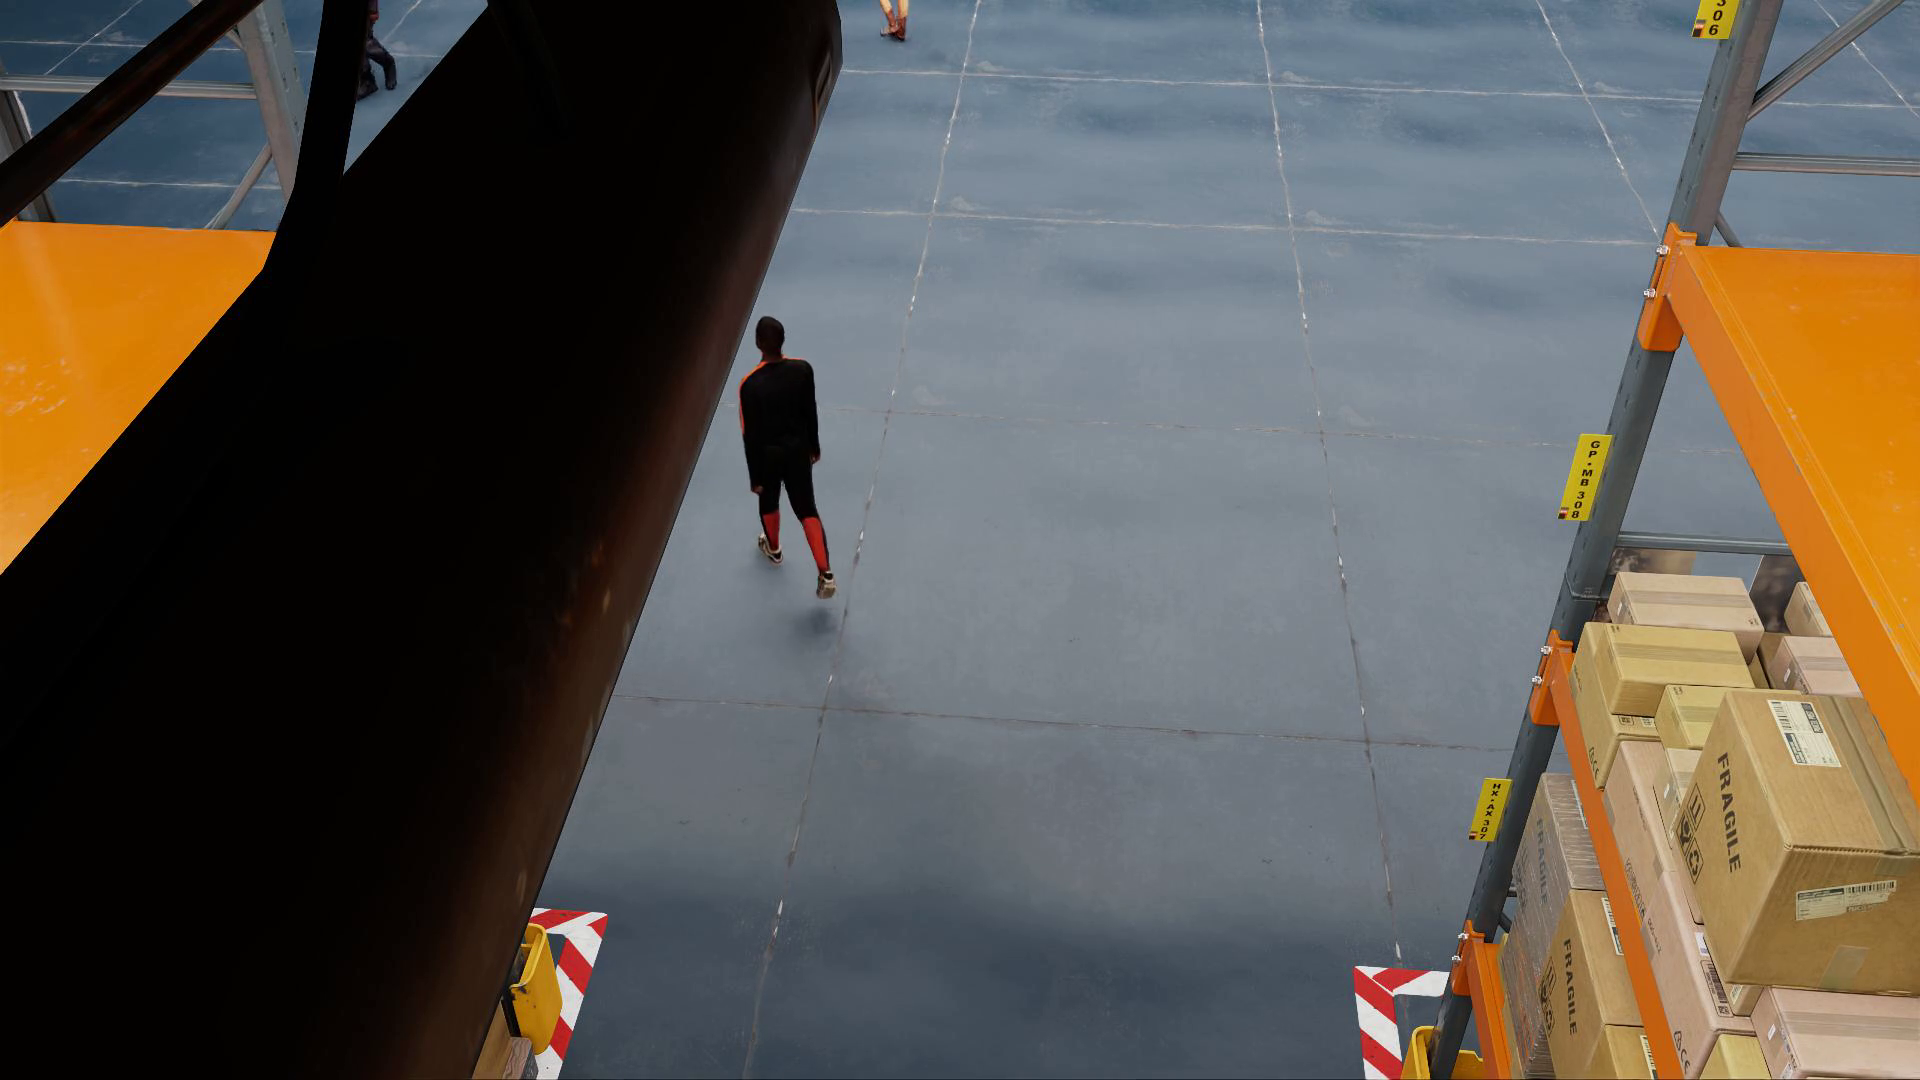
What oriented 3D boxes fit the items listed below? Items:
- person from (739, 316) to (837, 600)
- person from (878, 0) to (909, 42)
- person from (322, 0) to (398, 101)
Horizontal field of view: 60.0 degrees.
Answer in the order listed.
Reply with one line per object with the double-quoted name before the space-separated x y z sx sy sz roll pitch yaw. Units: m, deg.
"person" -0.989 -0.440 9.612 1.028 1.784 1.230 -17 41 -21
"person" -0.595 -5.782 16.504 0.699 1.706 0.764 -30 47 -32
"person" -5.603 -5.060 15.496 0.838 1.810 0.889 14 40 17
